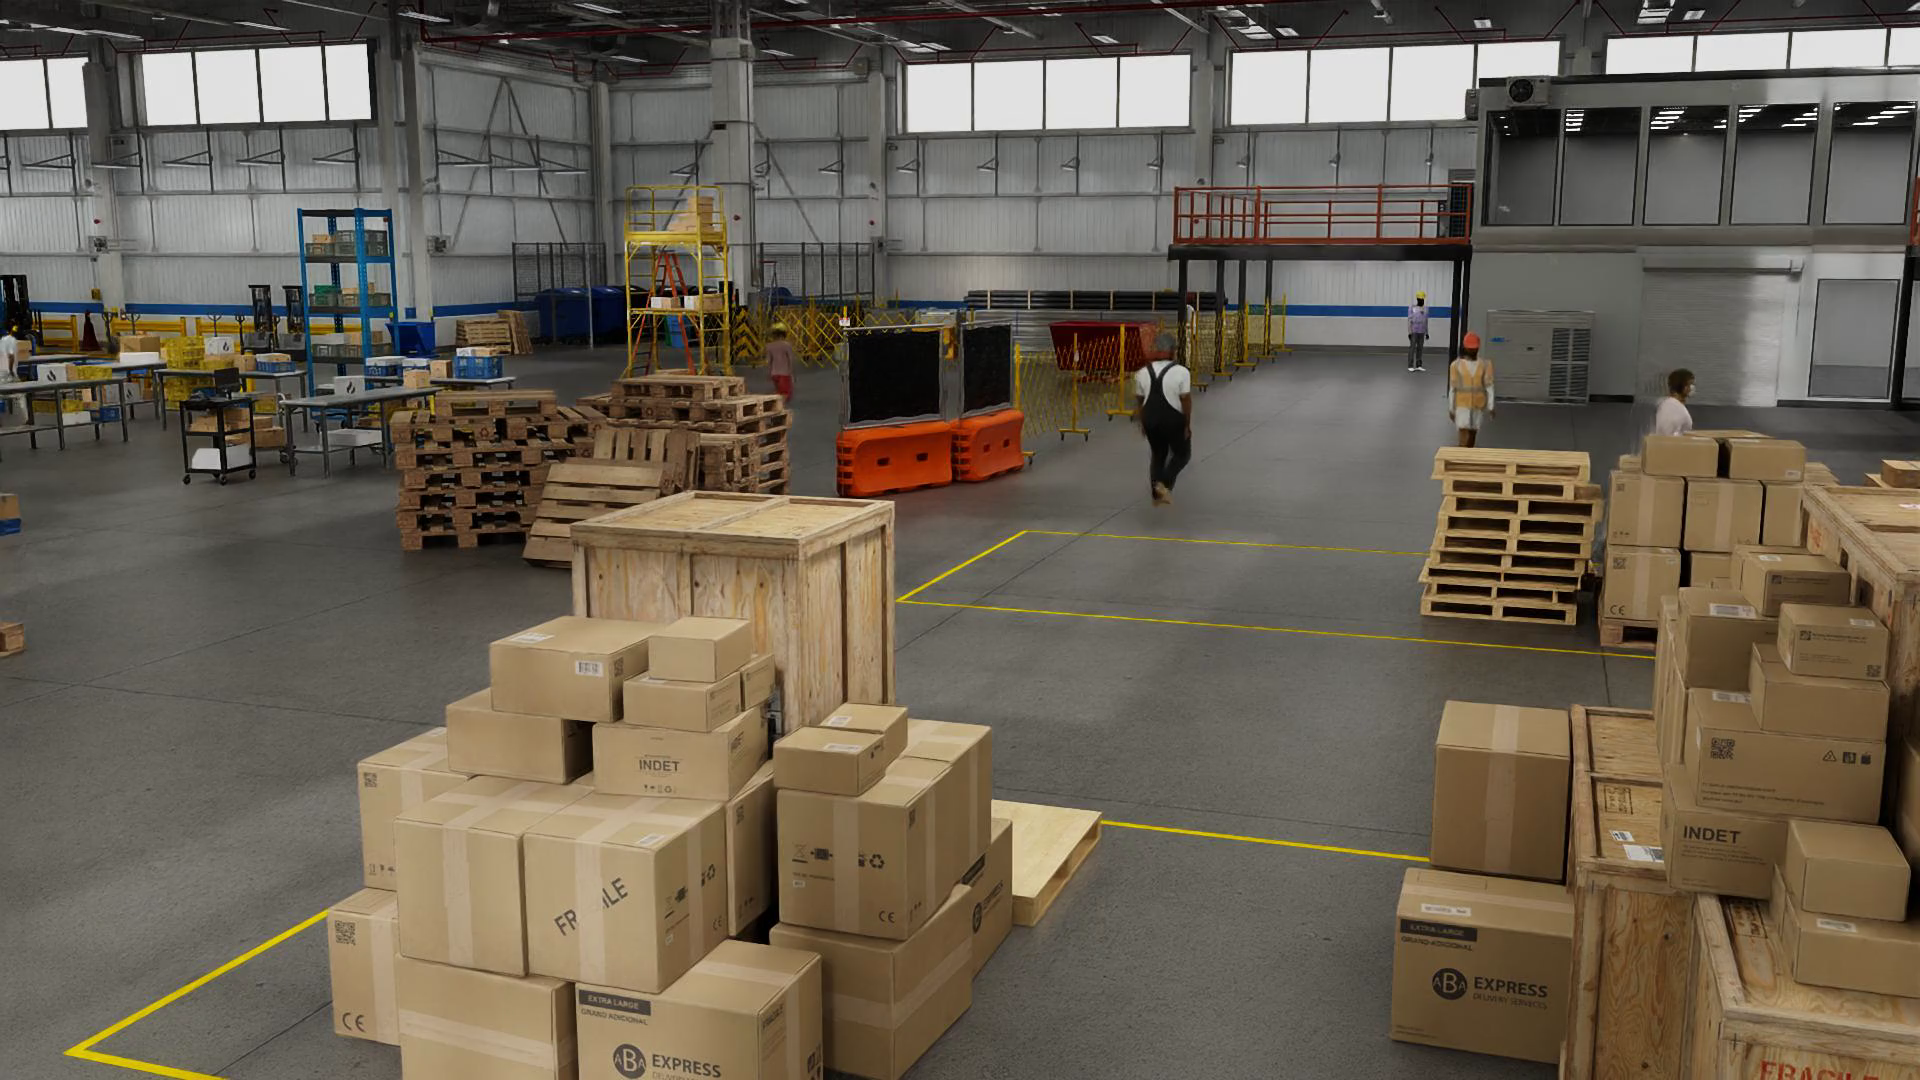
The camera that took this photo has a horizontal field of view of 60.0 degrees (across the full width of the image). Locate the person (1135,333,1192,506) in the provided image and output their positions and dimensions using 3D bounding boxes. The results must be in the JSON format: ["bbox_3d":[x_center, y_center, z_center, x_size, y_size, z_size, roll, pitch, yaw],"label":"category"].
[{"bbox_3d":[2.398,-1.388,19.257,0.706,2.000,0.538,8,13,37],"label":"person"}]

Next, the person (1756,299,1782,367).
[{"bbox_3d":[18.662,-4.617,37.968,0.694,1.853,0.517,0,10,1],"label":"person"}]

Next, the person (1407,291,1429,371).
[{"bbox_3d":[11.039,-5.024,40.046,0.585,1.930,0.361,-4,11,-22],"label":"person"}]

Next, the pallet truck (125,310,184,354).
[{"bbox_3d":[-22.038,-5.665,45.457,0.704,1.261,1.522,3,11,17],"label":"pallet truck"}]

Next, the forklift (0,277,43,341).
[{"bbox_3d":[-27.151,-6.329,46.328,1.157,1.987,2.680,3,11,17],"label":"forklift"}]

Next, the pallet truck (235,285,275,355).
[{"bbox_3d":[-18.327,-5.835,44.421,0.823,1.965,1.885,4,11,23],"label":"pallet truck"}]

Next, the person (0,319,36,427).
[{"bbox_3d":[-15.948,-2.786,27.814,0.541,1.814,0.916,7,12,35],"label":"person"}]

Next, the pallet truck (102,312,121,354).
[{"bbox_3d":[-23.057,-5.777,46.261,0.680,1.201,1.601,3,11,19],"label":"pallet truck"}]

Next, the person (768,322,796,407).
[{"bbox_3d":[-3.022,-2.774,27.863,0.541,1.749,0.565,7,12,33],"label":"person"}]

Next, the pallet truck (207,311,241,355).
[{"bbox_3d":[-19.537,-5.575,44.913,0.653,1.274,1.630,3,11,19],"label":"pallet truck"}]

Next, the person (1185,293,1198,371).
[{"bbox_3d":[5.513,-4.993,40.003,0.354,1.883,0.576,-3,10,-16],"label":"person"}]

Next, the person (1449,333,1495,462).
[{"bbox_3d":[6.698,-1.769,21.843,0.560,1.897,0.986,1,10,7],"label":"person"}]

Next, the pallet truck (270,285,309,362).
[{"bbox_3d":[-17.147,-5.700,43.663,0.823,1.965,1.885,3,11,17],"label":"pallet truck"}]

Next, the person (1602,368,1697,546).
[{"bbox_3d":[6.587,-0.665,15.580,0.925,1.911,0.638,3,11,18],"label":"person"}]
